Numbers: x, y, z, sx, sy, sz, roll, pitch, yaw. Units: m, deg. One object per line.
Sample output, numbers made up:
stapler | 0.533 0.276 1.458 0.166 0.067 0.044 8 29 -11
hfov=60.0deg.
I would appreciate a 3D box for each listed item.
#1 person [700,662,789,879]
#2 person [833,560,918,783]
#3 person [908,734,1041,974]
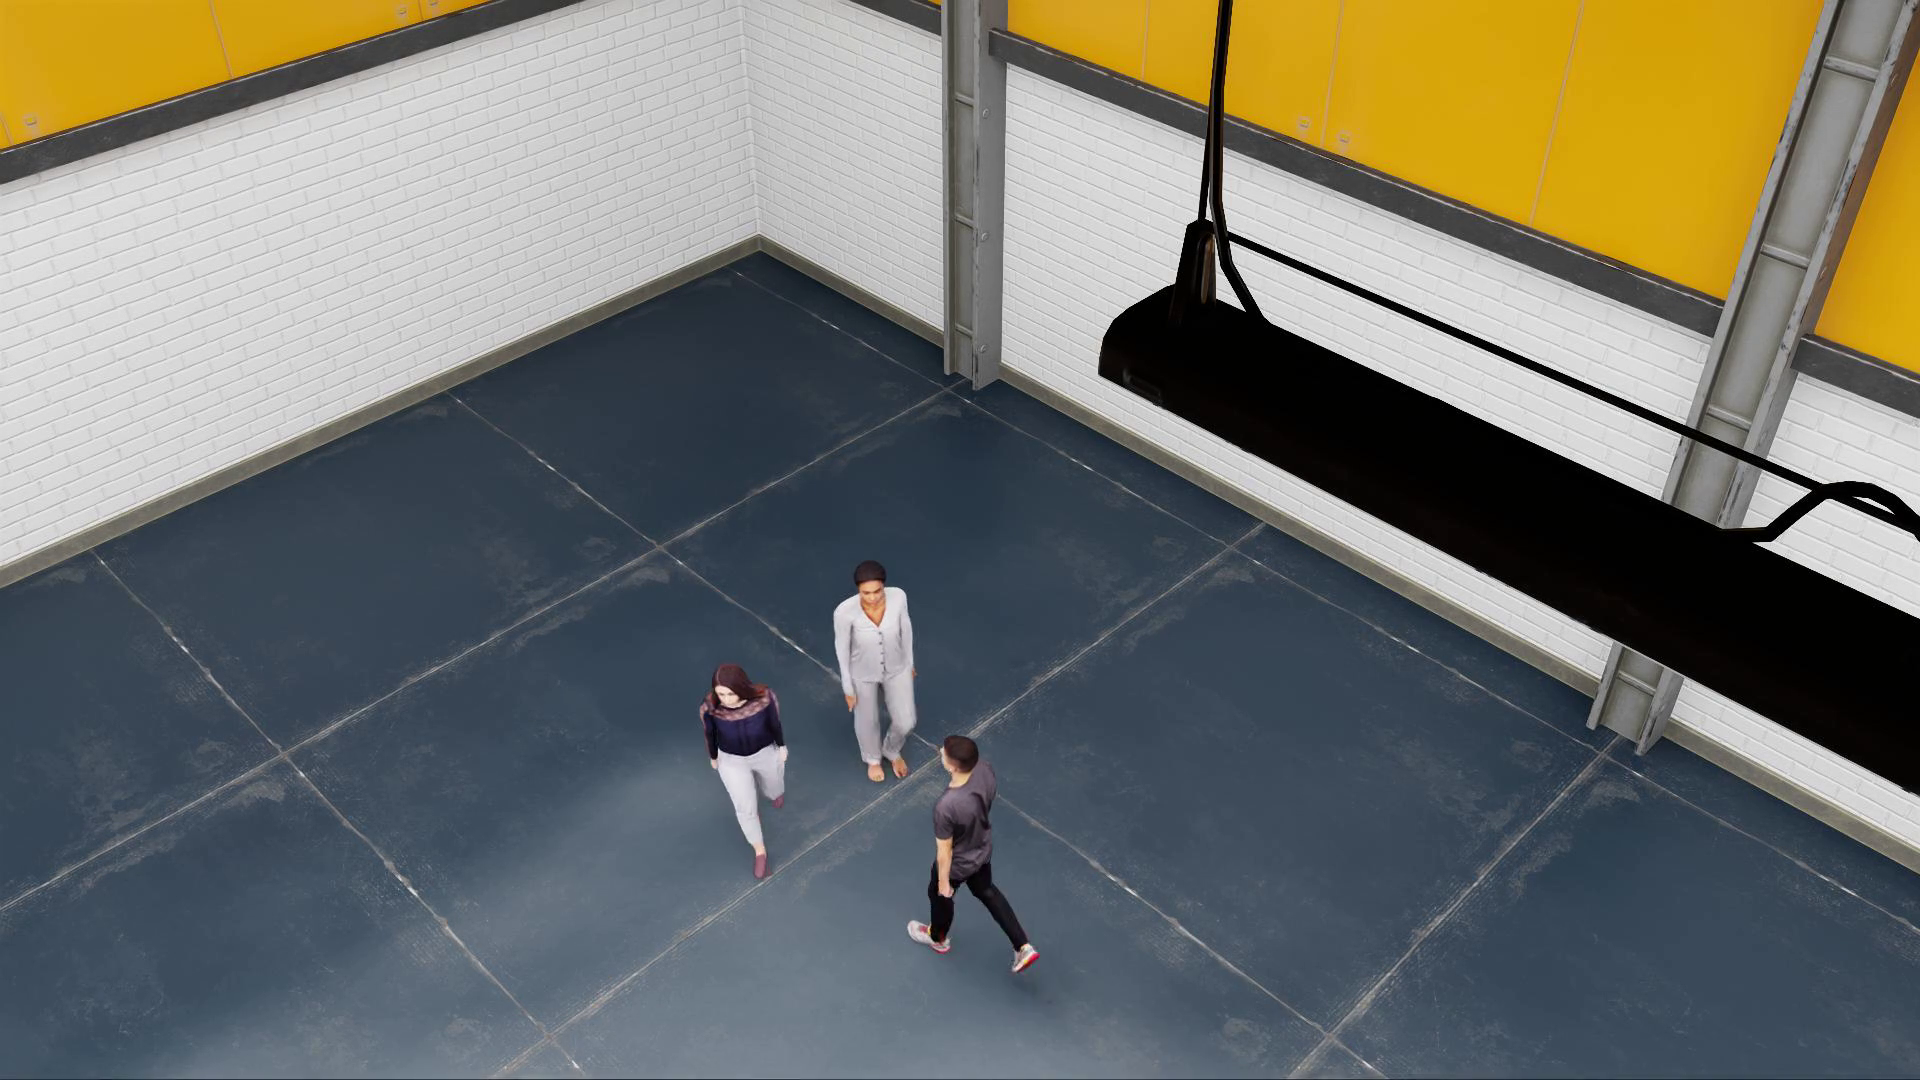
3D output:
person | -1.218 1.217 9.620 0.927 1.587 1.035 -10 40 -12
person | -0.537 0.736 10.114 0.775 1.721 0.786 -12 40 -14
person | 0.087 1.710 8.877 1.087 1.744 0.738 24 44 27
